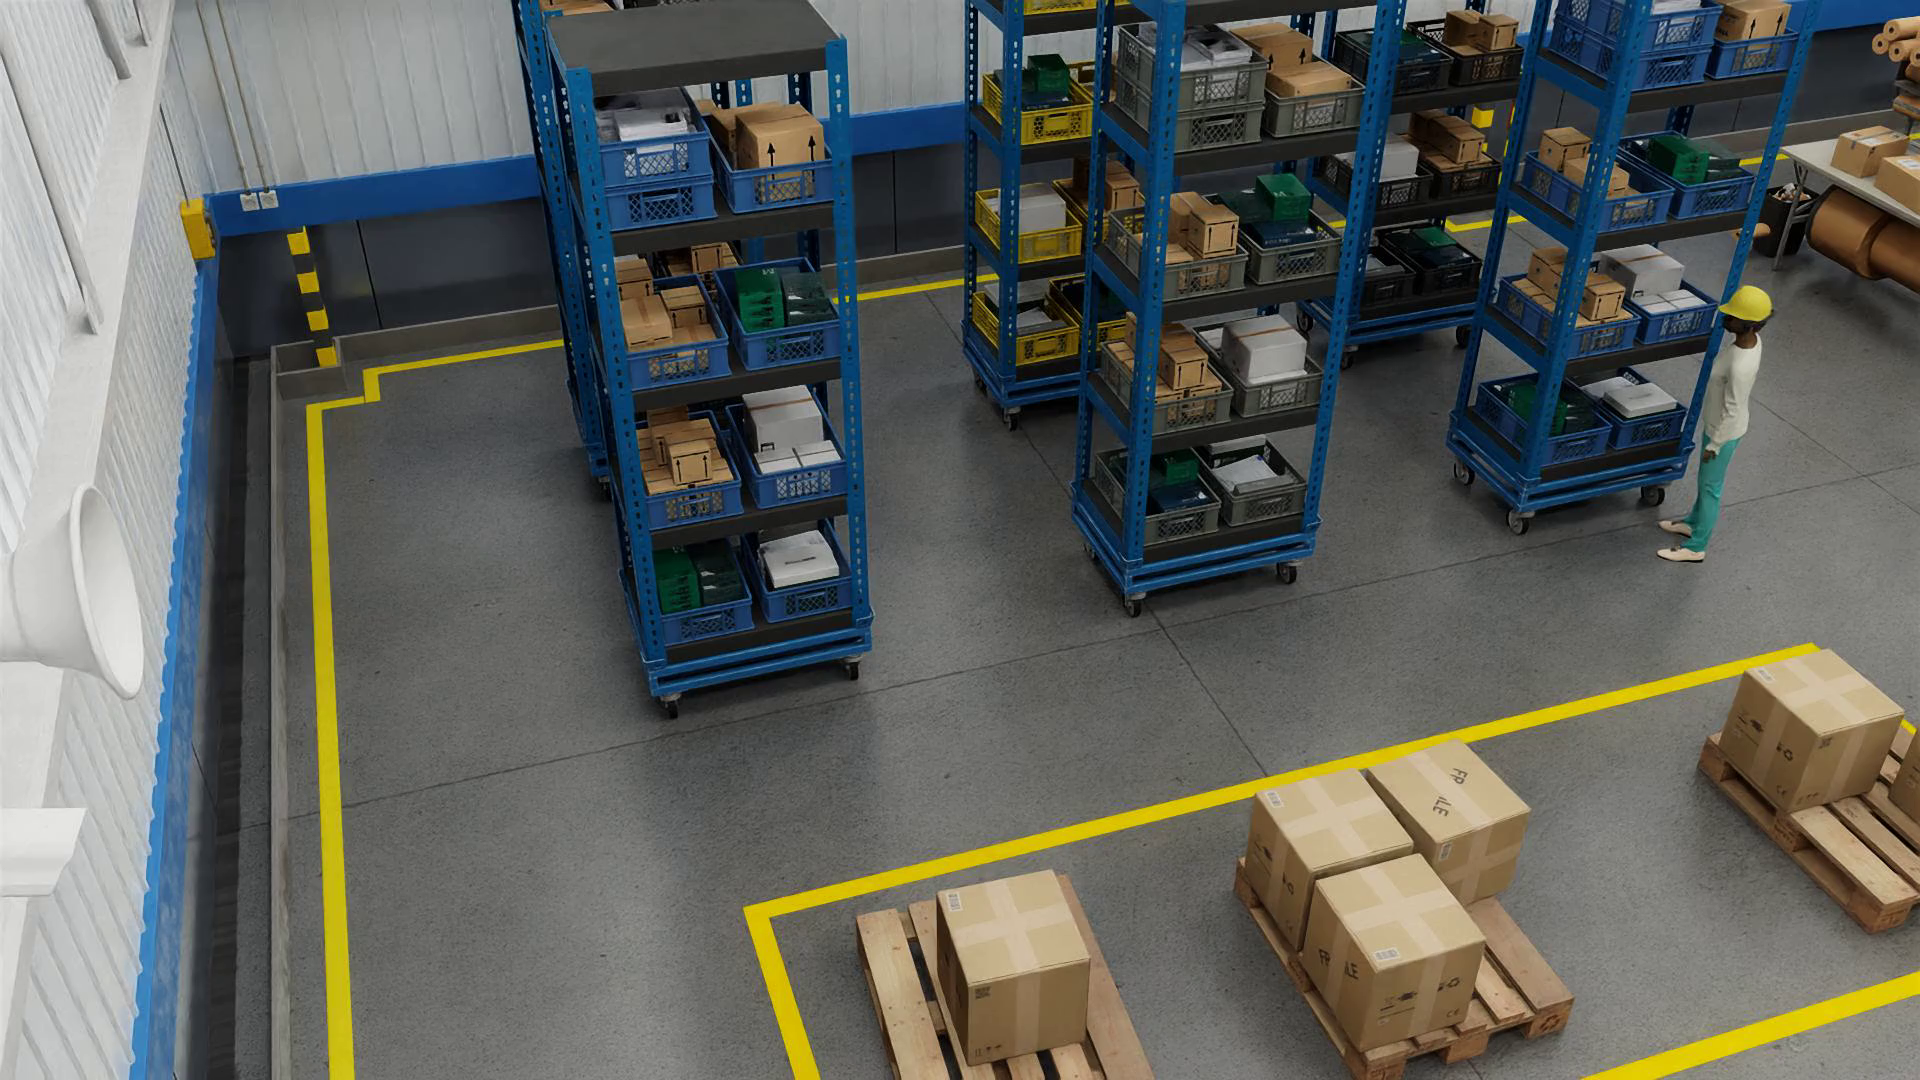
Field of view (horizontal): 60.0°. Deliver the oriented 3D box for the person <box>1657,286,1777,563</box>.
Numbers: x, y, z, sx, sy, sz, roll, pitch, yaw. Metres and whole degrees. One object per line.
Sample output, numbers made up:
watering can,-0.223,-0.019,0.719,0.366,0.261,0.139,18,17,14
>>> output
person,4.410,-0.665,9.697,0.324,1.769,0.523,15,38,20
